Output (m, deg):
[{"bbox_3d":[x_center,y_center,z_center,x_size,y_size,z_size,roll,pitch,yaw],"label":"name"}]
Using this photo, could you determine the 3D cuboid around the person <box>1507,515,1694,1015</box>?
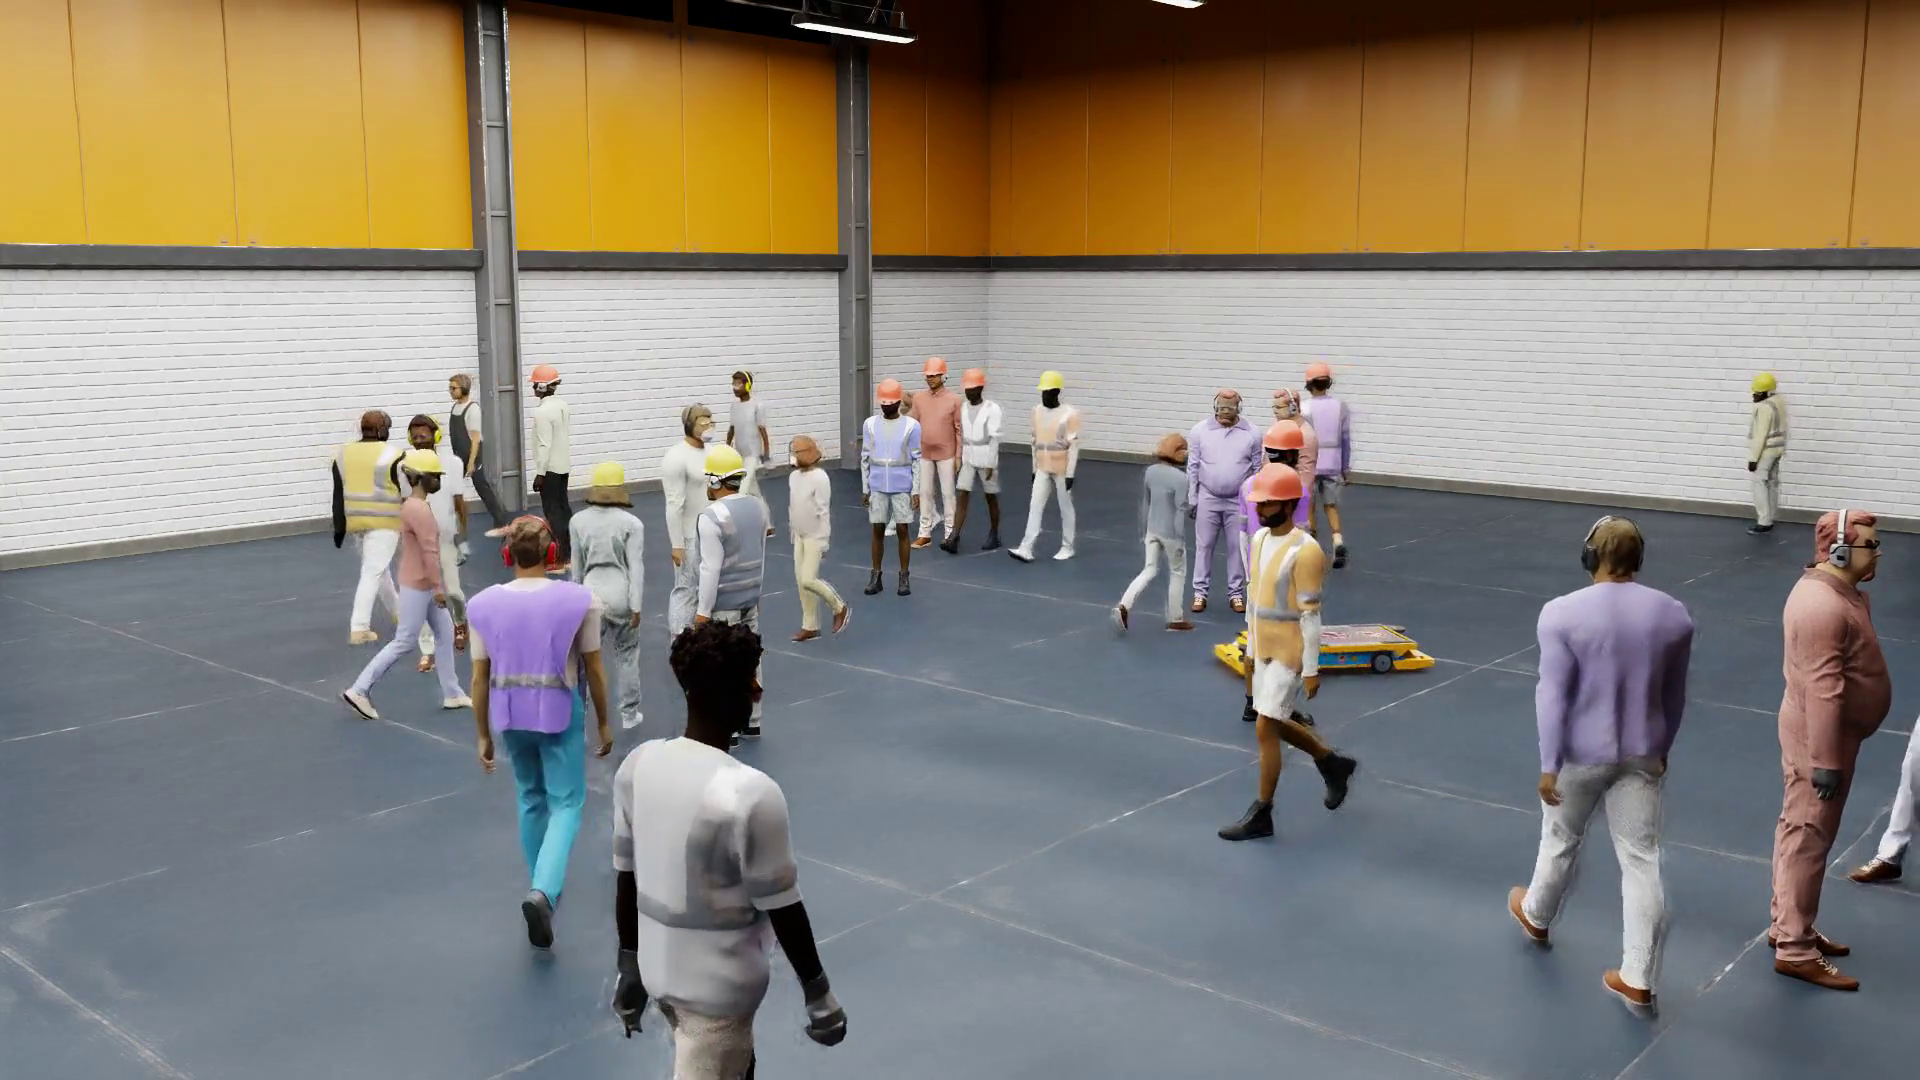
[{"bbox_3d":[2.573,0.837,6.680,0.651,1.882,1.004,0,9,-3],"label":"person"}]

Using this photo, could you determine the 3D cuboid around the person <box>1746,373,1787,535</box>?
[{"bbox_3d":[8.864,-0.955,18.297,0.406,1.784,0.700,8,12,40],"label":"person"}]

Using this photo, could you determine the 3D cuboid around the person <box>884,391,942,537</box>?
[{"bbox_3d":[-0.513,-0.848,18.180,0.837,1.591,0.529,-6,11,-33],"label":"person"}]

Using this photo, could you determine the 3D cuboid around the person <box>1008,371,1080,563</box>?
[{"bbox_3d":[0.851,-0.698,16.306,0.612,1.884,0.925,7,11,38],"label":"person"}]

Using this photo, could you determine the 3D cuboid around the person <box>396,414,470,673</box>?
[{"bbox_3d":[-3.823,-0.014,12.150,0.519,1.847,0.813,-1,9,-6],"label":"person"}]

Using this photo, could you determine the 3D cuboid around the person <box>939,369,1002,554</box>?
[{"bbox_3d":[0.148,-0.789,16.915,0.556,1.878,1.005,5,10,29],"label":"person"}]

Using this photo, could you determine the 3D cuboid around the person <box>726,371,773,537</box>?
[{"bbox_3d":[-2.324,-0.869,17.608,0.562,1.819,0.963,9,12,43],"label":"person"}]

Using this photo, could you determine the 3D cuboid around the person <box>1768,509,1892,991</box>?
[{"bbox_3d":[3.515,0.821,6.721,0.406,1.911,0.636,4,10,25],"label":"person"}]

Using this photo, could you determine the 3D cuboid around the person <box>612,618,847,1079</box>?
[{"bbox_3d":[-0.585,1.157,4.559,0.964,1.919,0.629,-8,12,-40],"label":"person"}]

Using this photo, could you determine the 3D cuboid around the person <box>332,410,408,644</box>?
[{"bbox_3d":[-4.539,-0.124,13.031,0.624,1.780,1.000,3,10,19],"label":"person"}]

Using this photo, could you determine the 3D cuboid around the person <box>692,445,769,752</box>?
[{"bbox_3d":[-1.391,0.345,9.939,0.403,1.834,0.588,5,10,27],"label":"person"}]

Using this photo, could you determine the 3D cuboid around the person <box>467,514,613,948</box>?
[{"bbox_3d":[-1.814,0.799,7.139,0.576,1.820,0.800,1,9,4],"label":"person"}]

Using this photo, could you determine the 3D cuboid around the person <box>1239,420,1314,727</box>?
[{"bbox_3d":[1.997,0.214,10.436,0.362,1.938,0.545,-7,11,-37],"label":"person"}]

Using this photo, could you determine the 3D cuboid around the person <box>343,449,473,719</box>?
[{"bbox_3d":[-3.540,0.283,10.659,0.838,1.730,0.529,-3,10,-20],"label":"person"}]

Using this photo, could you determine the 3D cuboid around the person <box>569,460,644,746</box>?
[{"bbox_3d":[-2.167,0.374,10.131,0.482,1.714,0.788,1,9,4],"label":"person"}]

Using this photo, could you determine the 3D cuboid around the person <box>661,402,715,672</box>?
[{"bbox_3d":[-1.885,-0.016,11.875,0.352,1.937,0.635,4,10,21],"label":"person"}]

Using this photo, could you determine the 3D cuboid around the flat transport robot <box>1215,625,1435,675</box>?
[{"bbox_3d":[2.634,0.787,12.056,1.431,0.197,0.652,-1,9,-9],"label":"flat transport robot"}]

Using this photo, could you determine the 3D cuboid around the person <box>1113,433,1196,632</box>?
[{"bbox_3d":[1.555,-0.043,13.083,0.725,1.604,0.540,-6,11,-35],"label":"person"}]

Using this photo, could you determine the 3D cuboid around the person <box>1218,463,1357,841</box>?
[{"bbox_3d":[1.697,0.549,8.445,0.805,1.916,0.550,-4,10,-21],"label":"person"}]

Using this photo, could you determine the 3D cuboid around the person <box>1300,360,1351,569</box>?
[{"bbox_3d":[3.441,-0.688,15.821,0.641,2.029,0.621,-2,9,-10],"label":"person"}]

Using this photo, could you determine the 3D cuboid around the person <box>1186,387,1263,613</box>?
[{"bbox_3d":[2.216,-0.329,13.971,0.636,1.902,0.404,1,9,6],"label":"person"}]

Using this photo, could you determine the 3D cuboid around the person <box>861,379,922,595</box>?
[{"bbox_3d":[-0.615,-0.464,14.728,0.543,1.928,0.372,1,9,9],"label":"person"}]

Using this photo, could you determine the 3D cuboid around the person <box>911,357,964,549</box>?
[{"bbox_3d":[-0.245,-0.889,17.182,0.619,1.994,0.381,4,10,23],"label":"person"}]

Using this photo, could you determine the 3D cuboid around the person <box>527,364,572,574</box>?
[{"bbox_3d":[-3.902,-0.675,15.838,0.378,1.996,0.611,1,9,8],"label":"person"}]

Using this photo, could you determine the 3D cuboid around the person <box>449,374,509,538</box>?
[{"bbox_3d":[-5.239,-0.874,17.723,0.525,1.801,0.957,8,12,41],"label":"person"}]

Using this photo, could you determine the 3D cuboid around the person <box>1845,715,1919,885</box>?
[{"bbox_3d":[4.658,0.711,7.709,0.965,1.826,0.544,-2,9,-15],"label":"person"}]

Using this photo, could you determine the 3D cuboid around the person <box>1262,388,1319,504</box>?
[{"bbox_3d":[2.715,-0.321,13.911,0.406,1.903,0.638,-2,9,-14],"label":"person"}]

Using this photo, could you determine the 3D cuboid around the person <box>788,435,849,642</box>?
[{"bbox_3d":[-1.133,-0.010,12.831,0.413,1.616,0.523,-7,11,-37],"label":"person"}]
